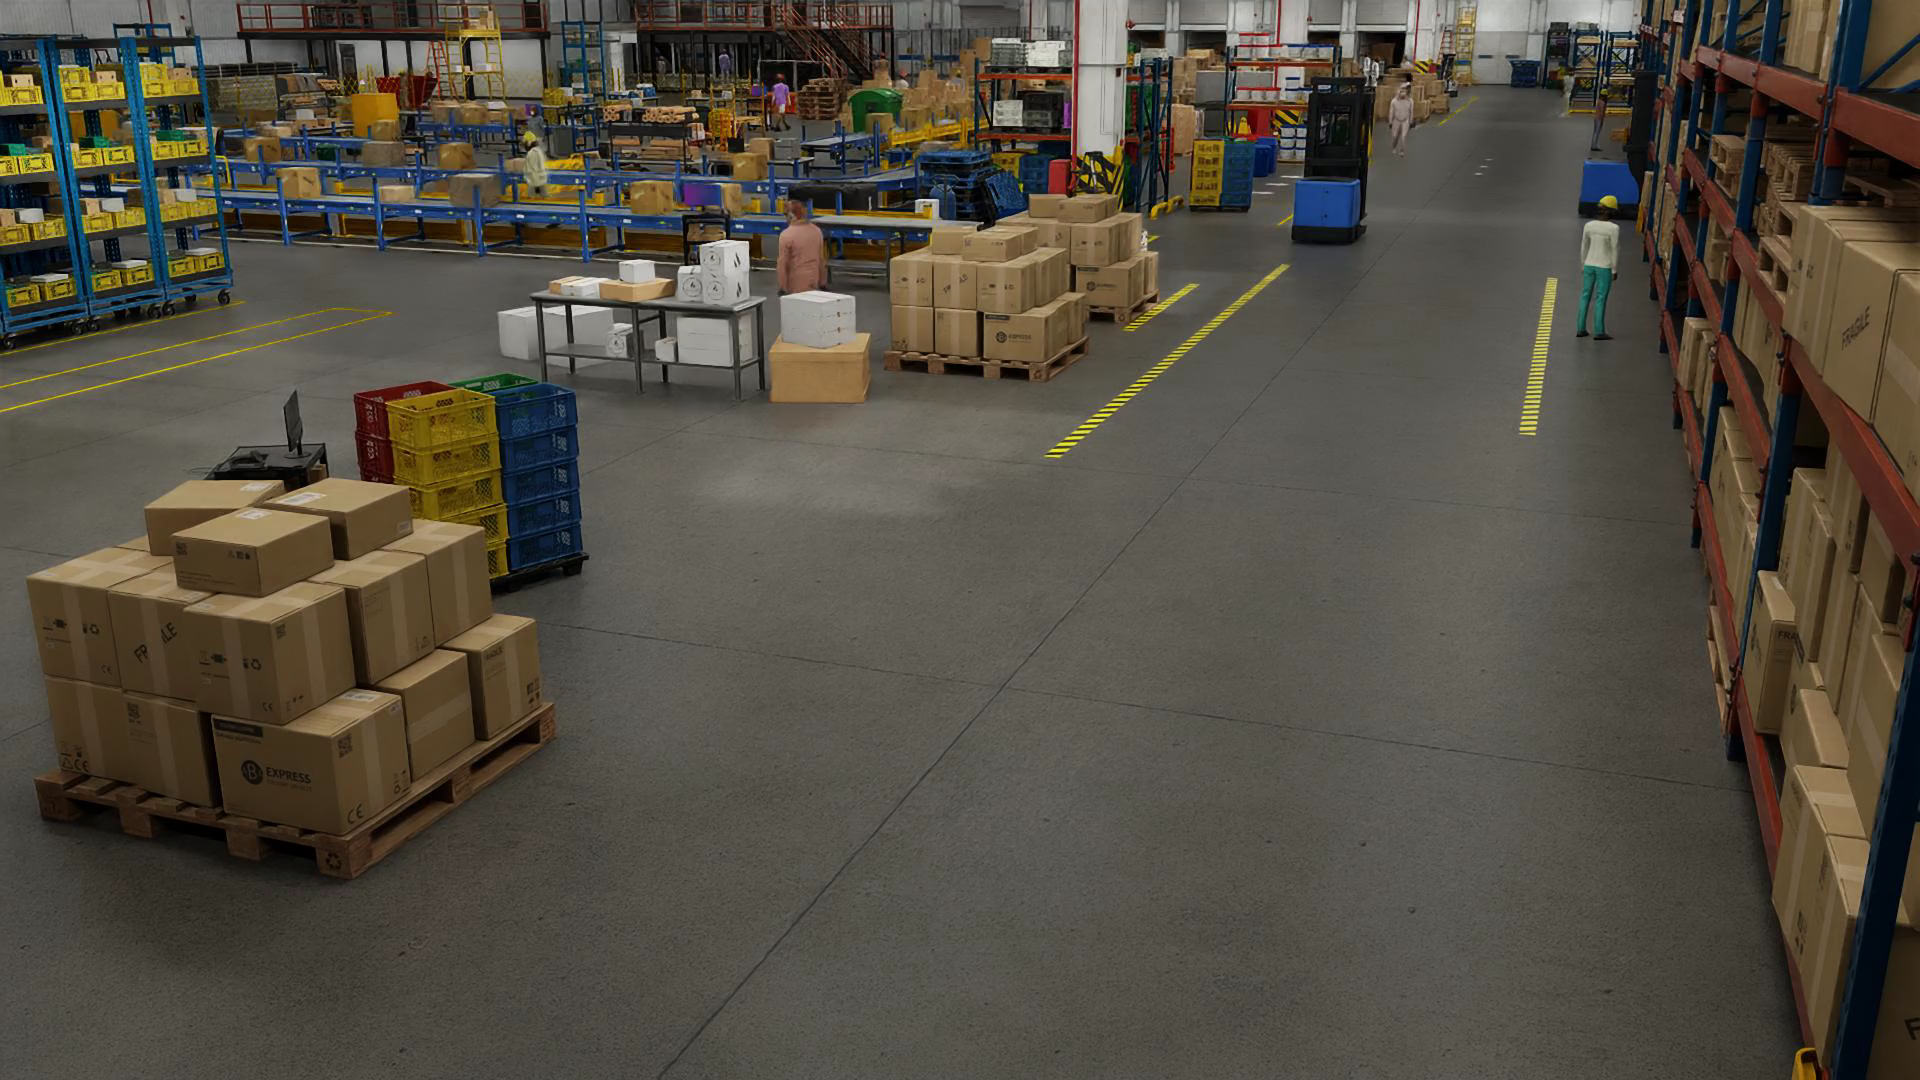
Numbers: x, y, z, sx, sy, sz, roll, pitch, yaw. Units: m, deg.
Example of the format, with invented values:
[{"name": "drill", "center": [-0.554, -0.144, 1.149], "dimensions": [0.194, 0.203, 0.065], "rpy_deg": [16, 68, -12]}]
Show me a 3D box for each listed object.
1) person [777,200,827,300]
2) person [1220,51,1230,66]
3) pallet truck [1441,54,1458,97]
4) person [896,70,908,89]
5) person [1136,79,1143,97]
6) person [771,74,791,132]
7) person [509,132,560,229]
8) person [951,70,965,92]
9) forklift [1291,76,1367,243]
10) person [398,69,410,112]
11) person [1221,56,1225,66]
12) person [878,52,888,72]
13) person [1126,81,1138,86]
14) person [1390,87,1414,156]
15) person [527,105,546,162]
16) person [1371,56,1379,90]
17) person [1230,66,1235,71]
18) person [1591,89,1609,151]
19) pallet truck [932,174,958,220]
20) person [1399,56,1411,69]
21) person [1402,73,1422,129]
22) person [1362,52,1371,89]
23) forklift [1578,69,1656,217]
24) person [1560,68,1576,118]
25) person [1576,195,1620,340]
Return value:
[{"name": "person", "center": [-1.800, -2.977, 19.167], "dimensions": [0.964, 1.863, 0.655], "rpy_deg": [14, 22, 37]}, {"name": "person", "center": [14.639, -26.164, 92.141], "dimensions": [0.724, 1.807, 0.436], "rpy_deg": [3, 18, 9]}, {"name": "pallet truck", "center": [22.765, -21.886, 78.355], "dimensions": [0.823, 1.965, 1.885], "rpy_deg": [-4, 18, -14]}, {"name": "person", "center": [-1.999, -15.096, 57.047], "dimensions": [0.648, 1.981, 0.629], "rpy_deg": [-13, 22, -36]}, {"name": "person", "center": [6.714, -16.931, 62.913], "dimensions": [0.427, 1.920, 0.571], "rpy_deg": [9, 20, 27]}, {"name": "person", "center": [-6.017, -14.720, 56.063], "dimensions": [0.573, 1.867, 1.018], "rpy_deg": [8, 19, 23]}, {"name": "person", "center": [-7.915, -6.655, 30.851], "dimensions": [0.937, 1.778, 0.615], "rpy_deg": [1, 18, 4]}, {"name": "person", "center": [-0.057, -16.573, 61.977], "dimensions": [0.609, 1.798, 0.603], "rpy_deg": [7, 19, 20]}, {"name": "forklift", "center": [6.598, -6.755, 29.381], "dimensions": [1.129, 2.768, 1.873], "rpy_deg": [6, 19, 19]}, {"name": "person", "center": [-22.171, -17.837, 66.119], "dimensions": [0.542, 1.701, 0.535], "rpy_deg": [-14, 23, -38]}, {"name": "person", "center": [11.963, -21.336, 76.771], "dimensions": [0.899, 1.923, 0.604], "rpy_deg": [-4, 18, -13]}, {"name": "person", "center": [-3.836, -23.281, 82.836], "dimensions": [0.547, 1.938, 0.378], "rpy_deg": [-5, 18, -14]}, {"name": "person", "center": [5.667, -14.813, 56.107], "dimensions": [0.609, 2.009, 0.591], "rpy_deg": [5, 18, 14]}, {"name": "person", "center": [12.332, -11.682, 46.476], "dimensions": [0.652, 1.892, 0.424], "rpy_deg": [5, 18, 14]}, {"name": "person", "center": [-10.796, -10.247, 42.398], "dimensions": [0.497, 1.626, 0.287], "rpy_deg": [7, 19, 20]}, {"name": "person", "center": [19.486, -21.737, 78.067], "dimensions": [0.354, 1.887, 0.572], "rpy_deg": [-2, 18, -7]}, {"name": "person", "center": [10.196, -16.812, 62.462], "dimensions": [0.608, 1.966, 0.370], "rpy_deg": [-2, 18, -6]}, {"name": "person", "center": [18.599, -12.195, 48.299], "dimensions": [0.343, 1.756, 0.518], "rpy_deg": [1, 18, 4]}, {"name": "pallet truck", "center": [-0.507, -5.292, 27.348], "dimensions": [0.653, 1.274, 1.630], "rpy_deg": [6, 19, 19]}, {"name": "person", "center": [21.213, -22.155, 79.413], "dimensions": [1.071, 1.881, 0.653], "rpy_deg": [-10, 20, -28]}, {"name": "person", "center": [15.329, -14.954, 56.765], "dimensions": [0.979, 1.871, 0.619], "rpy_deg": [-3, 18, -9]}, {"name": "person", "center": [21.241, -24.588, 87.035], "dimensions": [0.355, 1.882, 0.574], "rpy_deg": [14, 22, 37]}, {"name": "forklift", "center": [13.219, -7.740, 32.475], "dimensions": [1.873, 2.768, 1.129], "rpy_deg": [6, 19, 18]}, {"name": "person", "center": [23.205, -16.974, 63.174], "dimensions": [0.563, 1.836, 0.844], "rpy_deg": [-8, 19, -24]}, {"name": "person", "center": [7.895, -3.355, 20.520], "dimensions": [0.324, 1.760, 0.523], "rpy_deg": [-11, 21, -31]}]
